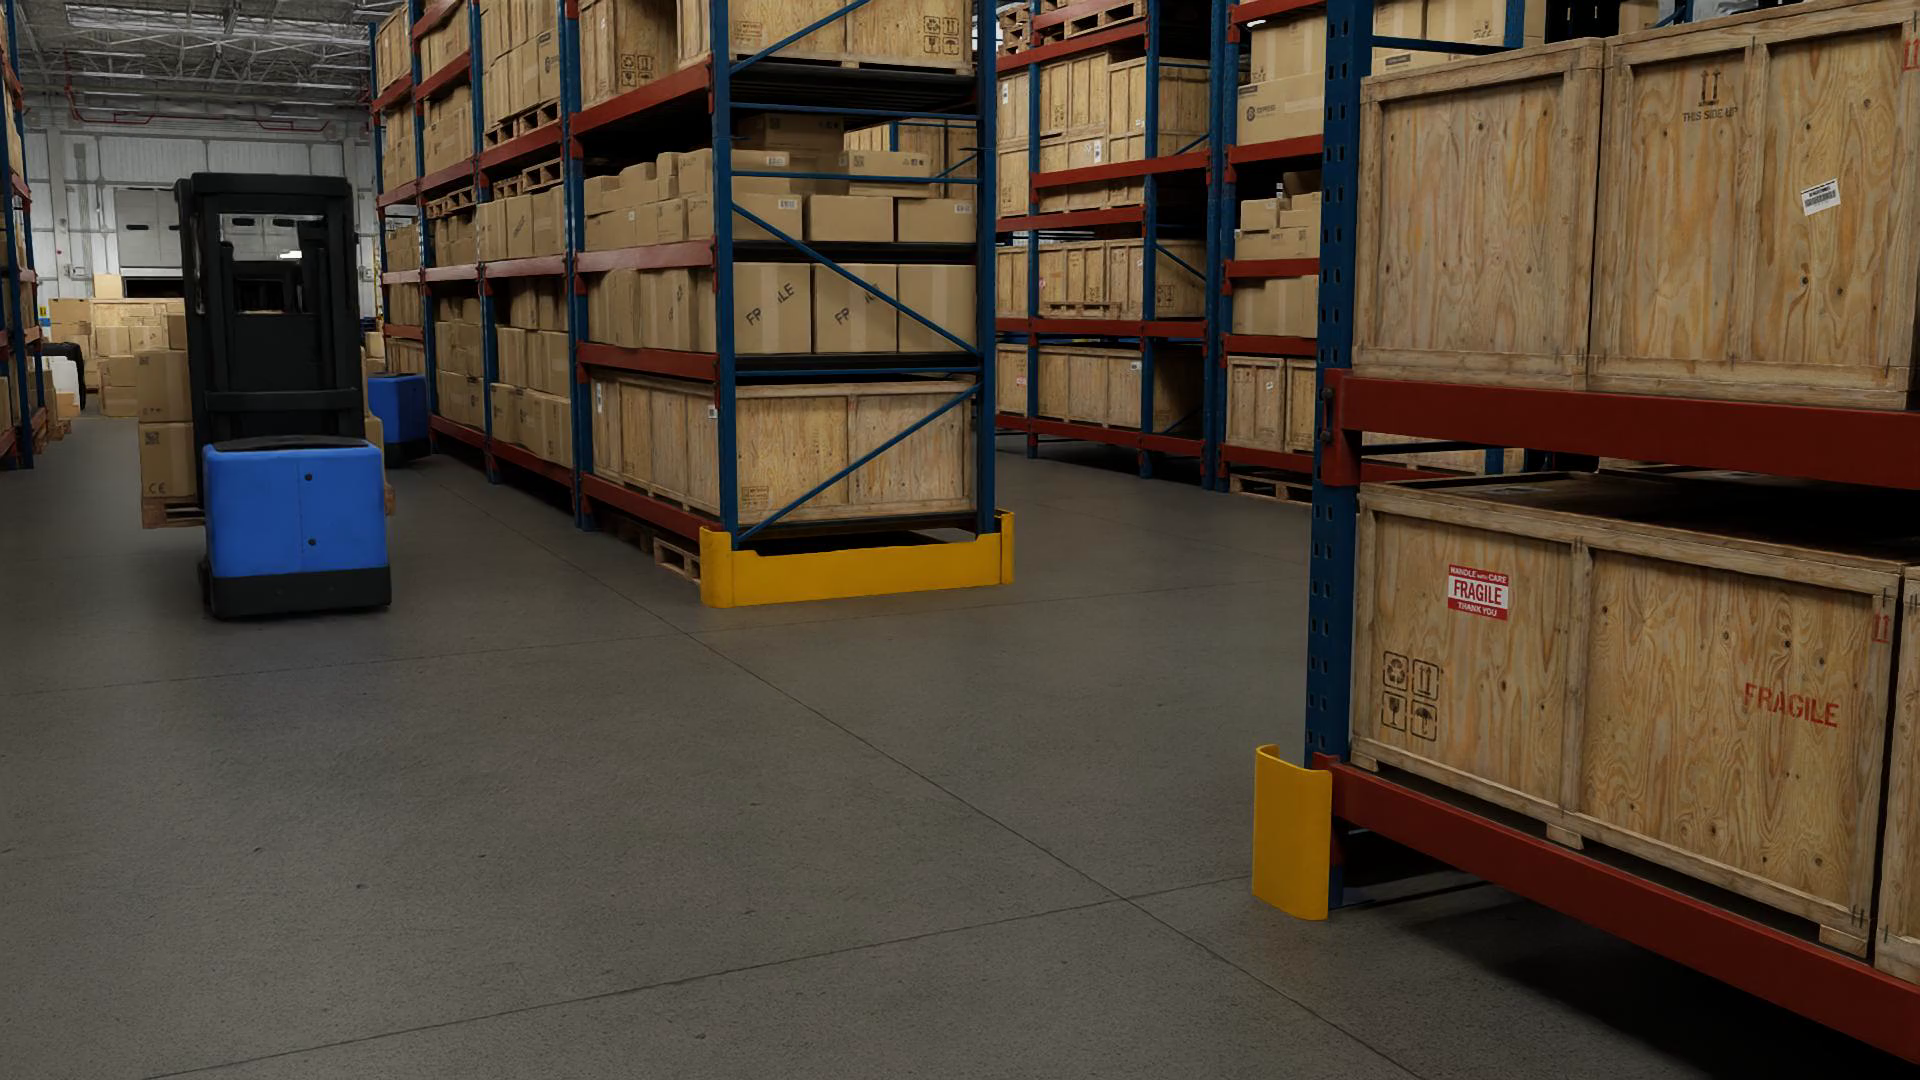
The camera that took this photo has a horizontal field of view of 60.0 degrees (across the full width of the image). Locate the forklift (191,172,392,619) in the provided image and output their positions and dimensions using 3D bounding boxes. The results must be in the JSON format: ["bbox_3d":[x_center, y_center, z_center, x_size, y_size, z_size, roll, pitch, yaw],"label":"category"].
[{"bbox_3d":[-4.498,-1.006,11.027,1.129,2.768,1.873,-4,9,-26],"label":"forklift"}]

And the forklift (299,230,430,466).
[{"bbox_3d":[-7.542,-2.322,20.098,1.873,2.768,1.129,1,8,4],"label":"forklift"}]

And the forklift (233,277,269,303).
[{"bbox_3d":[-17.661,-5.425,41.501,1.129,2.768,1.873,2,9,14],"label":"forklift"}]

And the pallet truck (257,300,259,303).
[{"bbox_3d":[-23.913,-7.404,58.171,1.885,1.965,0.823,-1,8,-9],"label":"pallet truck"}]
